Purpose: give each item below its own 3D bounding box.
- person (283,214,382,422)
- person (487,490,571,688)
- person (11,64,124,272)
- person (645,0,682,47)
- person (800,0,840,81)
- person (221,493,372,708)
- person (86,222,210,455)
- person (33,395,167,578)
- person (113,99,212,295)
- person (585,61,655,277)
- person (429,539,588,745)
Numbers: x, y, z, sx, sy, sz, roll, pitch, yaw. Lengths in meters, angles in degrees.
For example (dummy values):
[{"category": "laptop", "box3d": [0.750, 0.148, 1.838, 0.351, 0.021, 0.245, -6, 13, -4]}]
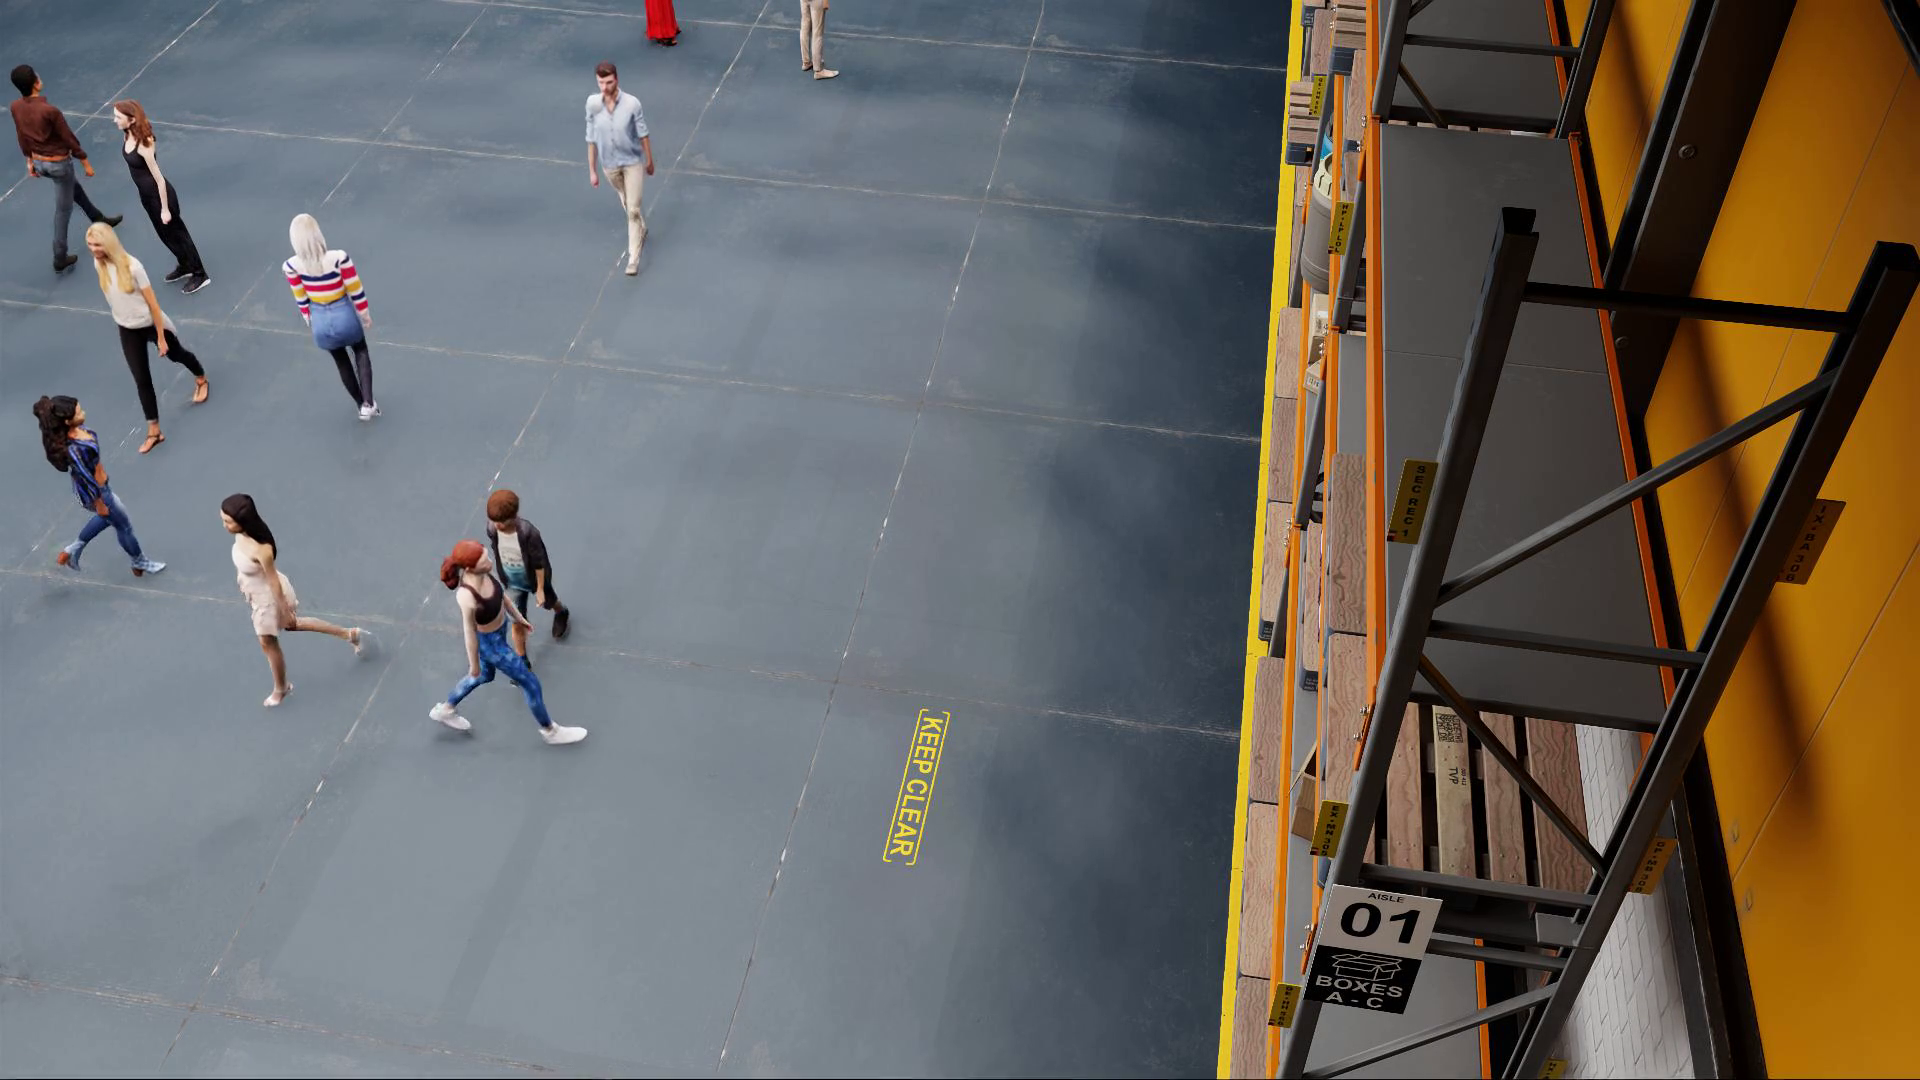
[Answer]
[{"category": "person", "box3d": [-4.679, -1.586, 12.427, 0.801, 1.797, 0.847, -8, 44, -9]}, {"category": "person", "box3d": [-2.786, 0.210, 10.821, 0.550, 1.413, 0.945, 6, 44, 6]}, {"category": "person", "box3d": [-7.698, -3.109, 14.073, 0.761, 1.731, 1.168, 11, 45, 11]}, {"category": "person", "box3d": [-3.112, -5.983, 17.059, 0.696, 1.784, 0.540, 5, 44, 5]}, {"category": "person", "box3d": [-1.474, -5.432, 16.543, 0.763, 1.698, 0.701, -25, 49, -24]}, {"category": "person", "box3d": [-4.255, 0.334, 10.473, 1.041, 1.713, 0.988, -26, 49, -25]}, {"category": "person", "box3d": [-6.055, -1.635, 12.491, 0.657, 1.779, 1.169, 5, 44, 5]}, {"category": "person", "box3d": [-5.911, -0.307, 11.221, 0.953, 1.609, 0.924, -20, 47, -19]}, {"category": "person", "box3d": [-6.648, -2.869, 13.810, 0.660, 1.748, 0.682, 31, 52, 29]}, {"category": "person", "box3d": [-2.856, -3.251, 14.163, 0.697, 1.813, 1.128, 5, 44, 5]}, {"category": "person", "box3d": [-2.930, 0.652, 10.120, 0.842, 1.749, 1.195, -4, 44, -4]}]
